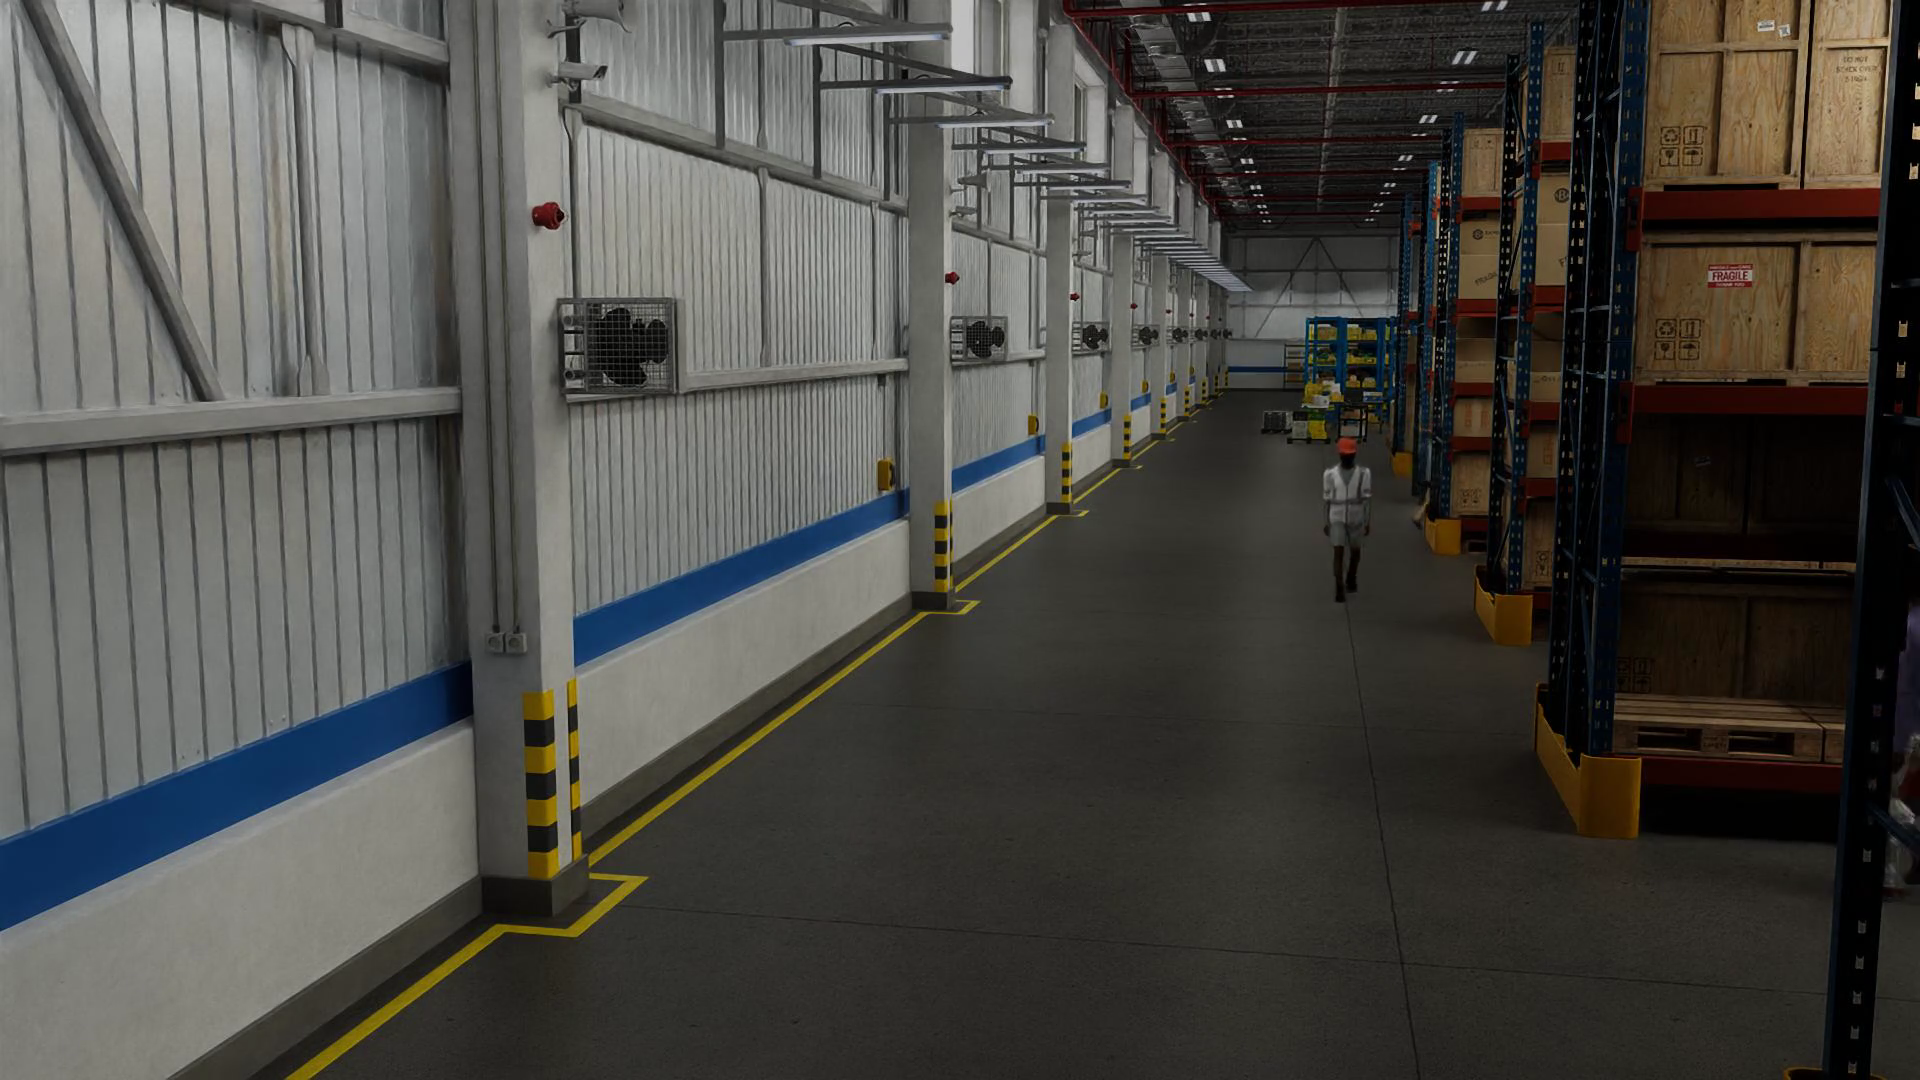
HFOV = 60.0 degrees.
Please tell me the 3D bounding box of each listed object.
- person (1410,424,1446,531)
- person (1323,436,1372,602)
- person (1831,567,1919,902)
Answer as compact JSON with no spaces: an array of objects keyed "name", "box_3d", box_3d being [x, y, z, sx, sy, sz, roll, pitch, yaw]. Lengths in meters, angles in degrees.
[{"name":"person","box_3d":[7.447,-0.984,25.920,0.872,1.710,0.546,0,7,-3]},{"name":"person","box_3d":[4.473,-0.254,19.231,0.552,1.926,0.564,2,7,13]},{"name":"person","box_3d":[5.084,1.024,8.997,0.522,1.920,0.646,2,7,16]}]
